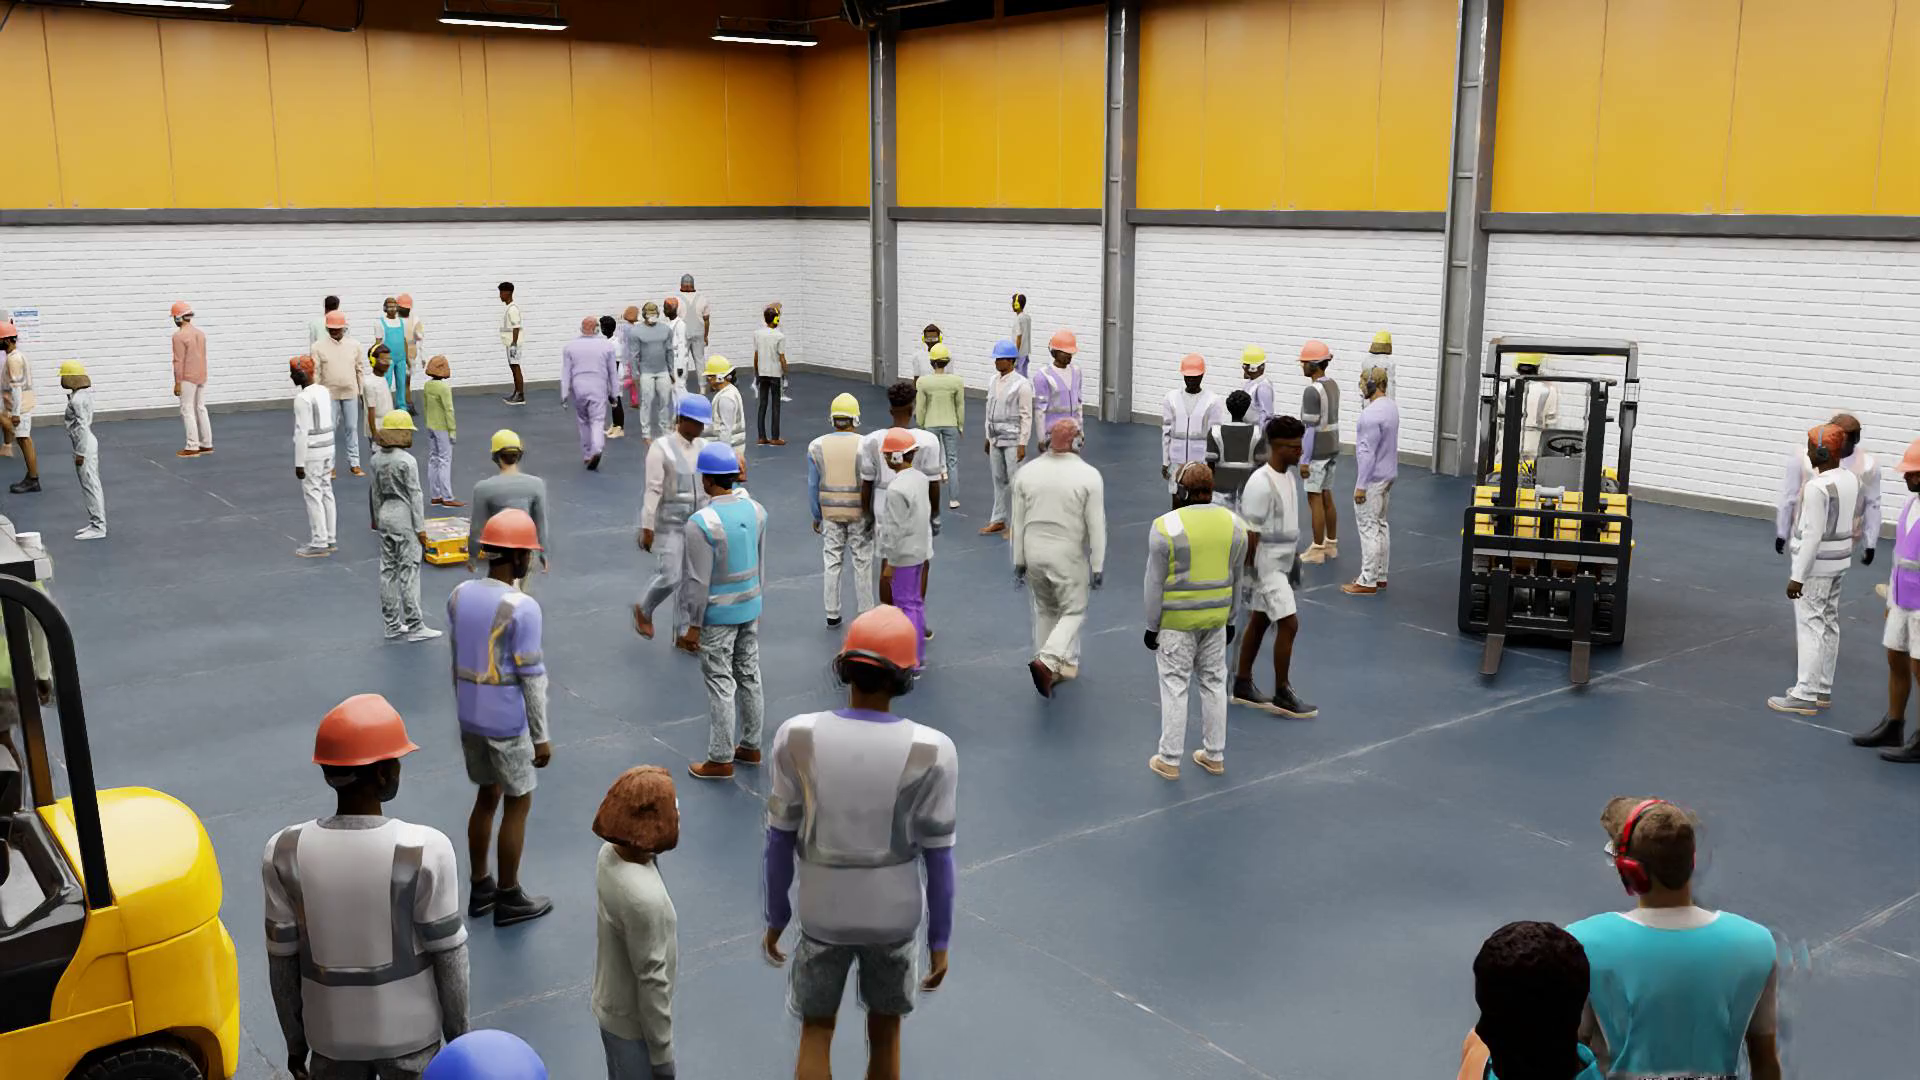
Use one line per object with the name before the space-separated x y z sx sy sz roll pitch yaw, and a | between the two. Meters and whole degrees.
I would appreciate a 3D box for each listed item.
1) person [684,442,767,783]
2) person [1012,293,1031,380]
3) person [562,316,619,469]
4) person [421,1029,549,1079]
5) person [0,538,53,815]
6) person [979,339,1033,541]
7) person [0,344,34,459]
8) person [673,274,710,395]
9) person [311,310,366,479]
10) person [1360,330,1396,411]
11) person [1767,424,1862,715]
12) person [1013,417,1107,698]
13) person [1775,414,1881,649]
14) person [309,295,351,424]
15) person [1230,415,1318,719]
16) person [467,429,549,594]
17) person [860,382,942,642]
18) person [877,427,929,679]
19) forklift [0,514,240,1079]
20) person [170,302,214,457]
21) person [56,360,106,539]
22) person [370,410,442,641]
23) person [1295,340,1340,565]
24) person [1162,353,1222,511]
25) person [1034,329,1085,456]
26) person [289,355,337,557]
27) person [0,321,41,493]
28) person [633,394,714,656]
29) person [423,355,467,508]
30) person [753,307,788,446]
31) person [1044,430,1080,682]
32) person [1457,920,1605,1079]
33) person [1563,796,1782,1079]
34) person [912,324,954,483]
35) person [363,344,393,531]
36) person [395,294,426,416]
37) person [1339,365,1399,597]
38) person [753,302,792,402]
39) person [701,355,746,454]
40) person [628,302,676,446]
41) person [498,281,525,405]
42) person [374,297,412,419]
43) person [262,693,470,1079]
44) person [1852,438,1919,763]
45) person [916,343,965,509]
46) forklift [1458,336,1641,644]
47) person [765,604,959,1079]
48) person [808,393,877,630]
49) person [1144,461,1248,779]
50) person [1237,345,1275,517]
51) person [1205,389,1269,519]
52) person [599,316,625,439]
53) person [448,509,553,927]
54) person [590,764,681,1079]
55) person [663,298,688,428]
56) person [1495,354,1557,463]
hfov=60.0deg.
person | -1.341 0.408 9.491 0.389 1.948 0.607 7 14 31
person | 0.908 -2.770 25.032 0.309 1.868 0.534 5 13 23
person | -4.551 -1.817 20.467 0.677 1.866 0.891 -1 12 -4
person | -0.768 1.773 2.895 0.617 1.946 0.393 -11 16 -42
person | -4.847 0.648 8.169 0.722 2.019 0.626 8 14 32
person | 0.450 -0.974 16.163 0.391 1.949 0.602 -9 15 -38
person | -11.996 -1.963 20.840 0.840 2.003 0.611 4 12 18
person | -4.543 -3.433 27.815 0.688 2.000 0.536 -5 13 -23
person | -7.329 -1.721 19.679 0.612 1.986 0.401 -7 14 -31
person | 4.995 -1.625 19.835 0.321 1.737 0.487 -8 14 -34
person | 5.520 0.189 10.712 0.574 1.882 0.356 -10 15 -39
person | 0.622 0.135 10.987 0.685 1.872 0.660 7 14 30
person | 6.205 -0.002 11.857 0.637 1.784 0.980 2 12 11
person | -9.243 -2.641 24.415 0.624 1.888 0.765 1 12 4
person | 2.088 0.171 10.643 0.768 1.937 0.647 6 13 27
person | -3.141 0.088 11.631 0.535 1.716 0.937 -10 15 -40
person | -0.436 -0.197 12.408 0.621 1.950 0.391 4 12 17
person | -0.401 0.088 11.508 0.343 1.748 0.573 3 12 16
forklift | -3.687 1.115 5.480 2.313 2.155 1.214 -9 15 -36
person | -9.877 -2.058 21.325 0.410 1.979 0.629 2 12 8
person | -8.570 -0.882 16.216 0.299 1.743 0.493 -5 13 -22
person | -4.191 -0.111 12.508 0.483 1.738 0.313 7 14 31
person | 3.218 -0.794 15.104 0.428 2.033 0.609 8 14 35
person | 2.086 -0.730 15.053 0.540 1.929 0.390 4 12 19
person | 1.007 -1.061 16.391 0.613 2.033 0.410 -10 16 -41
person | -5.999 -0.775 15.382 0.387 1.880 0.578 1 12 4
person | -10.627 -1.489 18.709 0.383 1.929 0.539 -6 13 -26
person | -2.068 -0.115 12.104 0.614 1.908 0.670 10 16 41
person | -5.565 -1.166 17.851 0.500 1.633 0.286 11 16 44
person | -2.525 -2.177 22.210 0.528 1.857 0.333 5 13 25
person | 0.664 0.058 11.560 0.360 1.810 0.700 -5 13 -23
person | 1.174 1.678 3.442 0.391 1.914 0.587 -3 12 -14
person | 1.862 1.562 4.283 0.746 1.808 0.420 0 12 -1
person | -0.302 -1.580 19.314 0.510 1.861 0.324 0 12 -1
person | -5.758 -1.018 16.581 0.325 1.865 0.516 -1 12 -4
person | -8.526 -2.860 25.522 0.557 1.866 1.028 -7 14 -31
person | 3.454 -0.494 13.904 0.381 1.929 0.636 7 13 29
person | -3.027 -3.013 26.775 0.609 1.616 0.523 -4 12 -18
person | -2.249 -0.851 15.889 0.403 1.821 0.601 -1 12 -6
person | -4.110 -2.220 22.237 0.639 1.928 0.369 -8 14 -34
person | -7.188 -3.157 26.663 0.362 1.962 0.613 -4 12 -20
person | -8.349 -2.650 24.507 0.328 1.844 0.514 11 16 43
person | -1.673 1.388 4.789 0.551 1.933 0.365 0 12 -1
person | 5.621 0.352 9.791 0.379 1.932 0.555 0 12 -2
person | -0.211 -1.201 17.696 0.525 1.772 0.302 -2 12 -8
forklift | 4.683 -0.471 13.136 1.214 2.155 2.313 4 12 20
person | -0.328 1.230 5.380 0.641 2.012 0.708 1 12 4
person | -0.860 -0.211 12.754 0.589 1.834 0.403 3 12 12
person | 1.328 0.459 9.538 0.619 1.836 0.431 -5 13 -23
person | 2.959 -1.051 16.819 0.404 1.828 0.603 -1 12 -3
person | 2.341 -0.428 14.134 0.536 1.696 0.322 2 12 9
person | -4.793 -2.237 22.887 0.320 1.692 0.532 -5 13 -23
person | -2.070 0.810 7.637 0.557 1.912 0.448 9 14 36
person | -0.980 1.477 5.116 0.288 1.628 0.502 -5 13 -24
person | -4.091 -2.547 23.947 0.345 1.876 0.578 -6 13 -28
person | 5.288 -0.861 15.669 0.594 1.926 0.366 4 12 19
